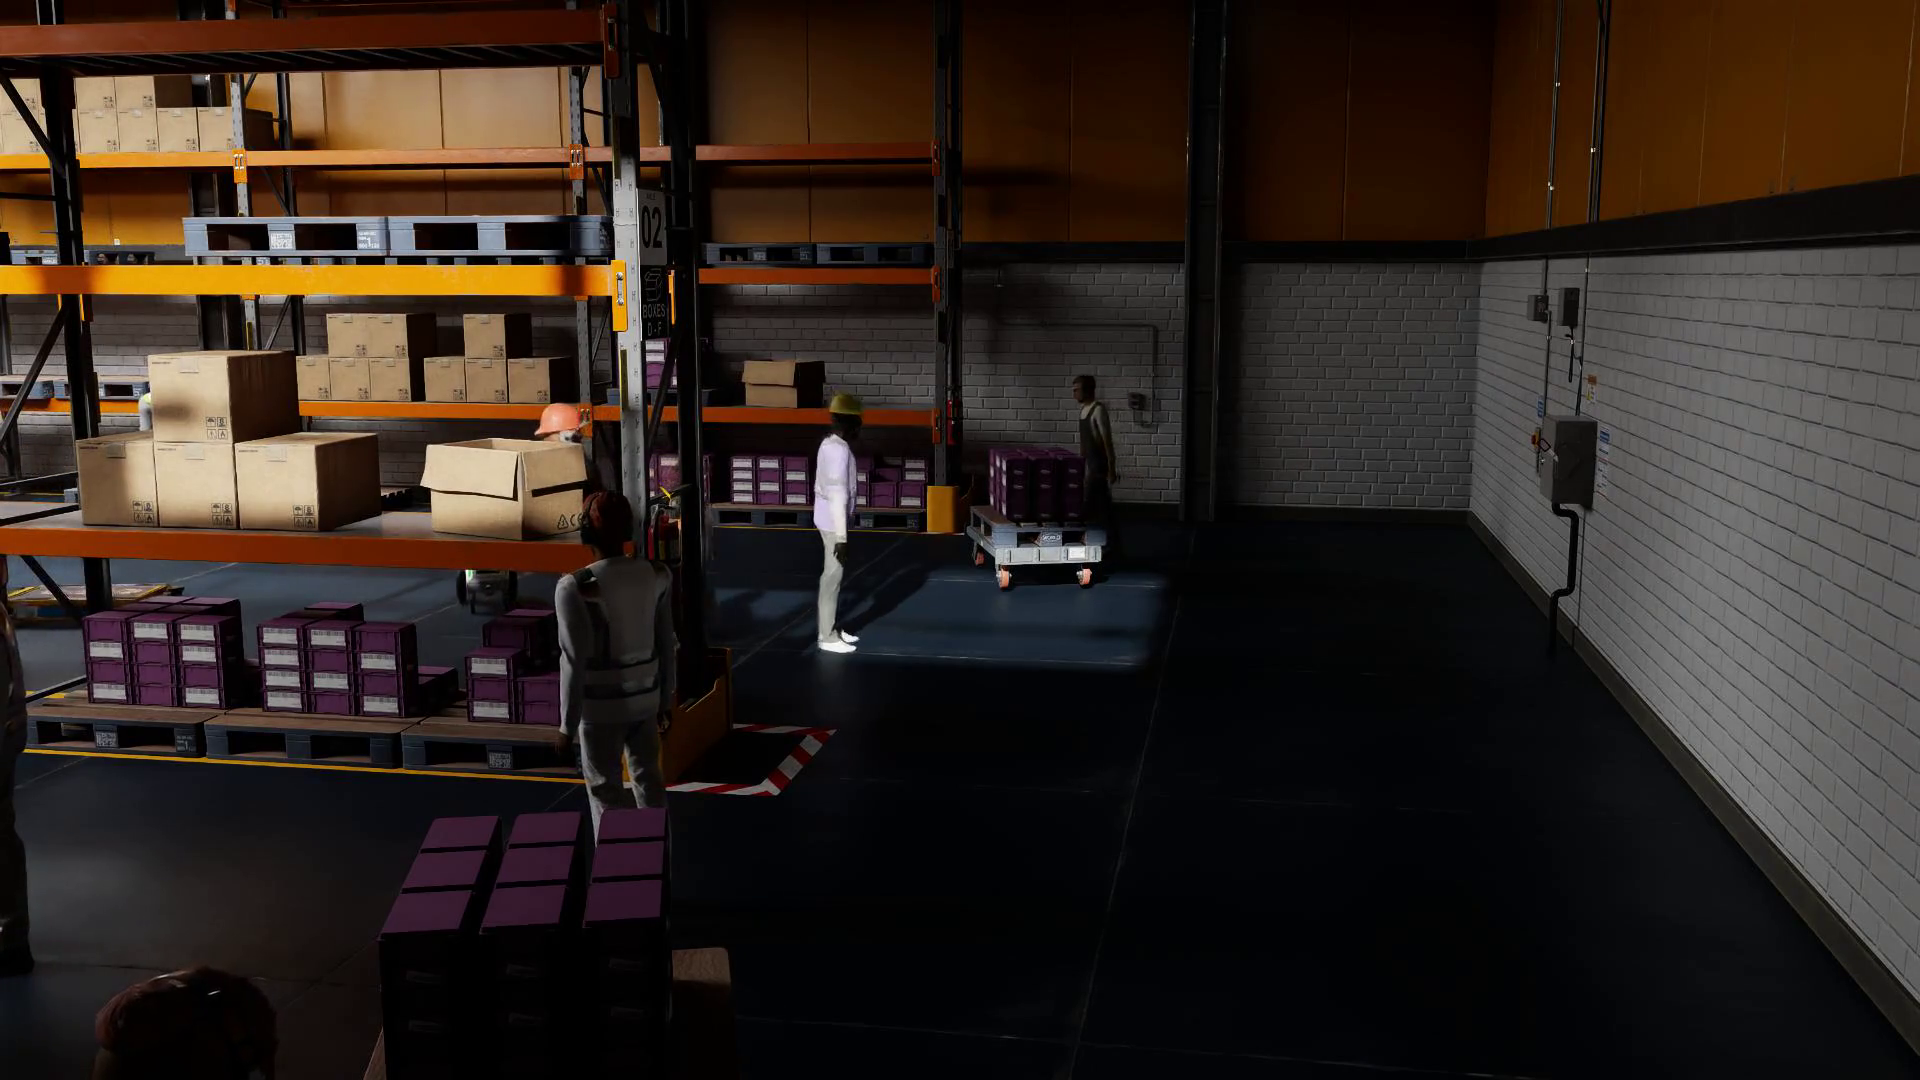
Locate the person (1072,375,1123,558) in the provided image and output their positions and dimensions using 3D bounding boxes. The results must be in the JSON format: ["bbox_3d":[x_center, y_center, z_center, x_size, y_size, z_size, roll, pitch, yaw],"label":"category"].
[{"bbox_3d":[1.316,-0.706,16.208,0.624,1.799,0.512,-2,9,-10],"label":"person"}]

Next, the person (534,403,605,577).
[{"bbox_3d":[-2.428,0.121,10.521,0.446,1.983,0.698,-4,10,-22],"label":"person"}]

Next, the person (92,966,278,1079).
[{"bbox_3d":[-0.986,1.492,2.242,0.651,1.906,0.409,3,10,18],"label":"person"}]

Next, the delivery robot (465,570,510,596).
[{"bbox_3d":[-3.965,0.236,13.925,0.477,0.478,0.707,-3,10,-17],"label":"delivery robot"}]

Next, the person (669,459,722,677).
[{"bbox_3d":[-1.756,0.246,10.886,0.368,1.619,0.533,2,9,11],"label":"person"}]

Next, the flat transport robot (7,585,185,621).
[{"bbox_3d":[-7.071,0.510,13.396,1.431,0.197,0.652,0,9,-3],"label":"flat transport robot"}]

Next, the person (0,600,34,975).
[{"bbox_3d":[-3.929,0.824,6.611,0.403,1.834,0.588,-6,11,-35],"label":"person"}]

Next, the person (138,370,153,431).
[{"bbox_3d":[-8.249,-0.894,17.359,0.583,1.851,0.638,5,10,28],"label":"person"}]

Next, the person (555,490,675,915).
[{"bbox_3d":[-1.457,0.727,7.061,0.346,1.882,0.578,8,12,42],"label":"person"}]

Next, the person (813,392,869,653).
[{"bbox_3d":[-0.868,-0.126,12.302,0.451,1.908,0.633,-1,9,-8],"label":"person"}]
